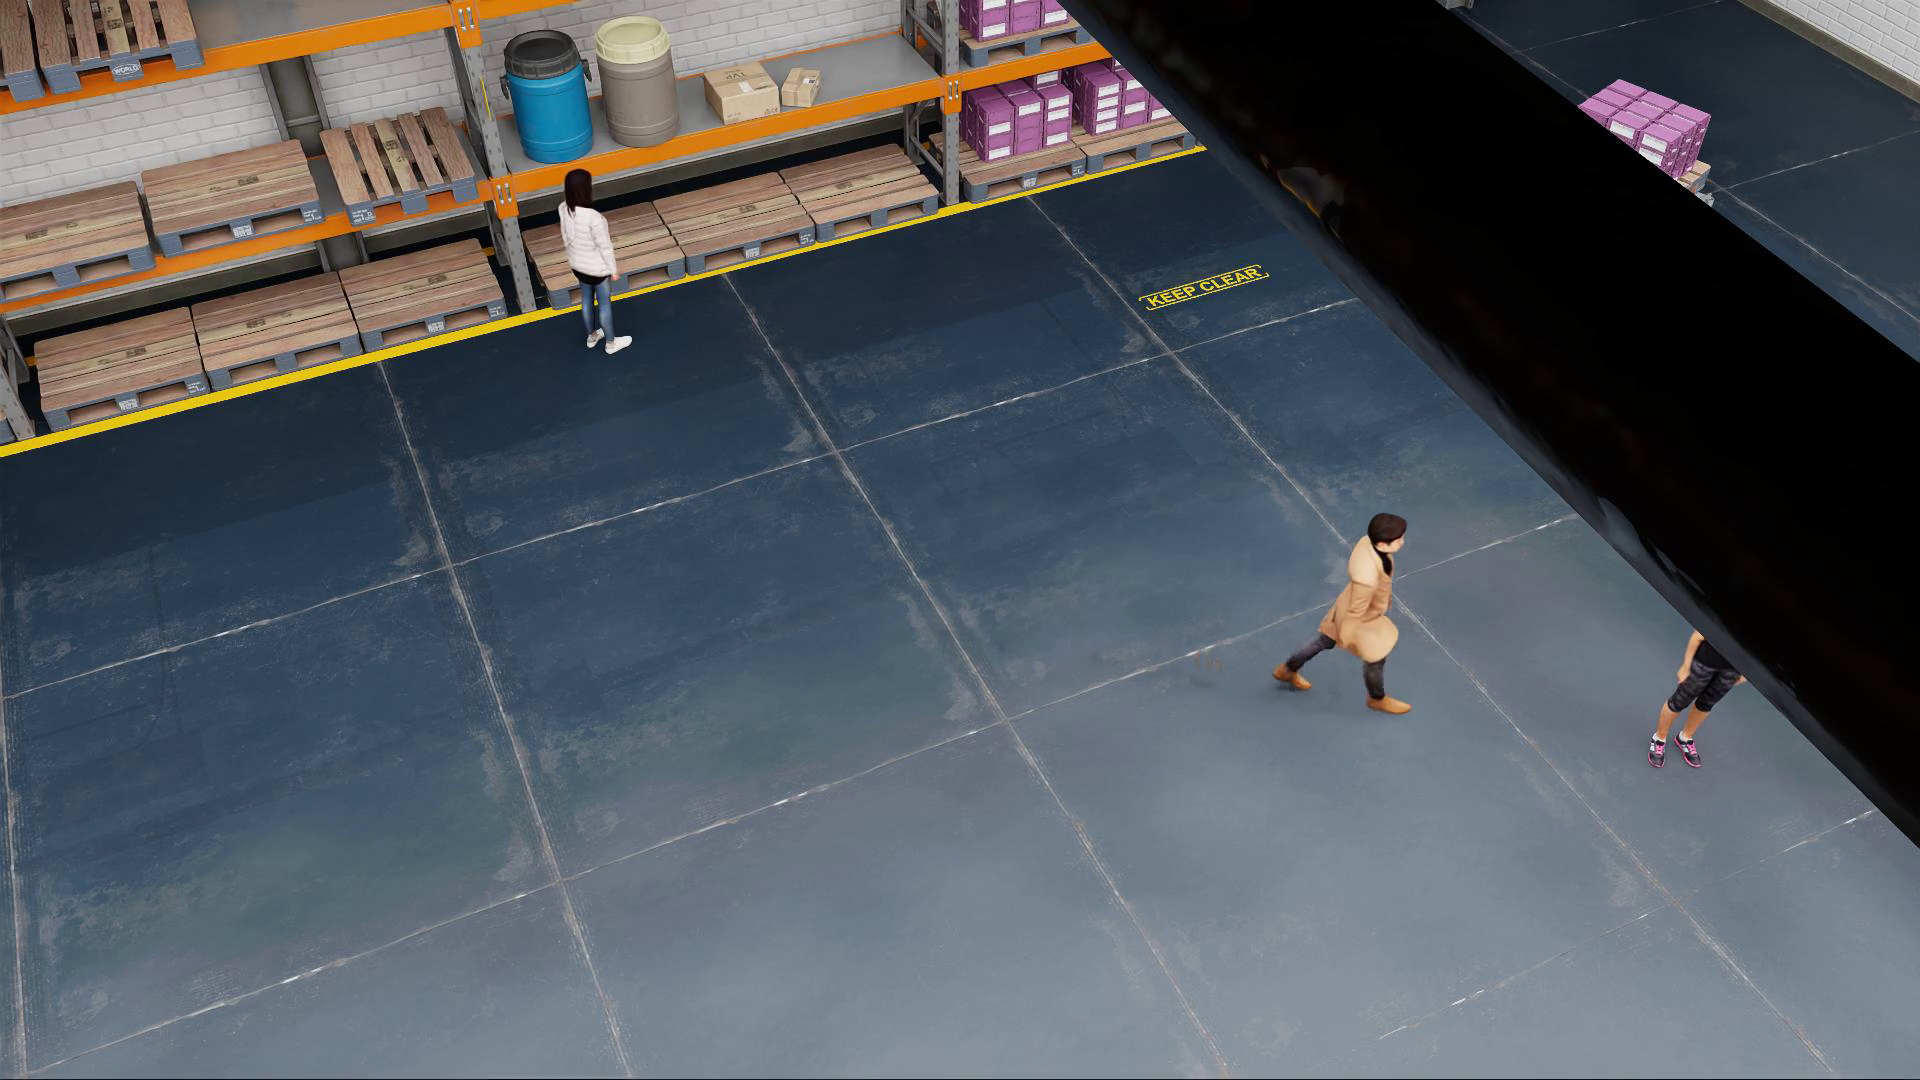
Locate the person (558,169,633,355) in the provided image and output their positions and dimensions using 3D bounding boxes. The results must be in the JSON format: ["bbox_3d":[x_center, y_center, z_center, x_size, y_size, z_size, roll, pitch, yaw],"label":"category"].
[{"bbox_3d":[-2.968,-2.237,13.368,0.711,1.635,0.733,22,48,21],"label":"person"}]

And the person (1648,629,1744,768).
[{"bbox_3d":[4.617,0.734,10.180,0.613,1.730,0.715,1,44,1],"label":"person"}]

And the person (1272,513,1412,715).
[{"bbox_3d":[2.431,0.437,10.519,1.225,1.692,1.067,8,44,8],"label":"person"}]
